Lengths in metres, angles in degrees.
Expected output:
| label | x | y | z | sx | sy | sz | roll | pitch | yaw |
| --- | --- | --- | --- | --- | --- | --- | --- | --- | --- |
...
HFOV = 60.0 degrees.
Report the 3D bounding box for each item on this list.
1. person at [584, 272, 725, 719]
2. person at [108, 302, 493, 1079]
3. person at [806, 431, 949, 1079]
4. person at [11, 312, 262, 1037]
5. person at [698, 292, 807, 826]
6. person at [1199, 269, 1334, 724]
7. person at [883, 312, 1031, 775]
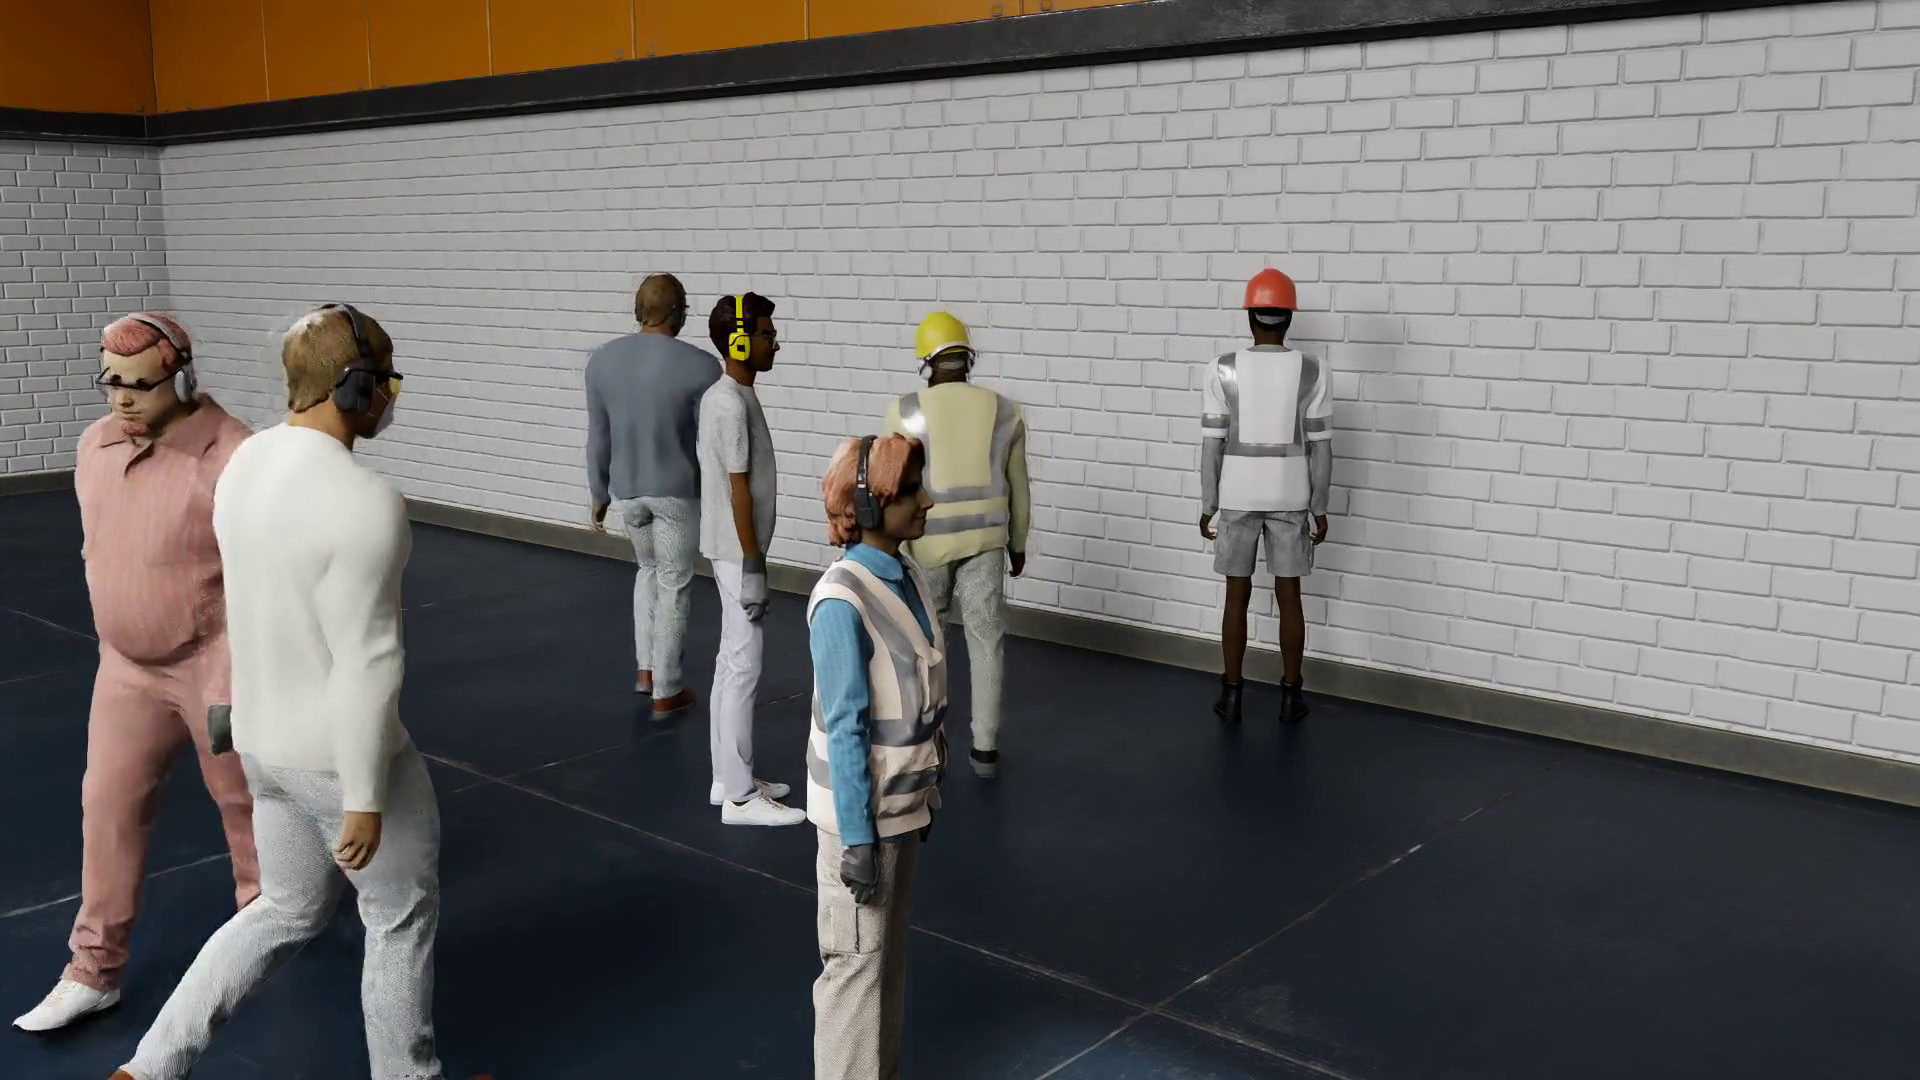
| label | x | y | z | sx | sy | sz | roll | pitch | yaw |
| --- | --- | --- | --- | --- | --- | --- | --- | --- | --- |
| person | -1.266 | -0.195 | 7.228 | 0.650 | 1.917 | 0.524 | 3 | 10 | 17 |
| person | -1.421 | 0.465 | 3.502 | 0.638 | 1.911 | 0.812 | 8 | 13 | 38 |
| person | -0.178 | 0.588 | 3.566 | 0.309 | 1.645 | 0.514 | 2 | 10 | 11 |
| person | -2.104 | 0.347 | 4.325 | 0.716 | 1.854 | 0.894 | 3 | 10 | 18 |
| person | -0.748 | 0.069 | 5.873 | 0.329 | 1.872 | 0.507 | -3 | 10 | -15 |
| person | 1.298 | -0.178 | 7.096 | 0.553 | 1.933 | 0.367 | 1 | 10 | 8 |
| person | -0.024 | -0.015 | 6.637 | 0.622 | 1.769 | 0.973 | -2 | 10 | -13 |
